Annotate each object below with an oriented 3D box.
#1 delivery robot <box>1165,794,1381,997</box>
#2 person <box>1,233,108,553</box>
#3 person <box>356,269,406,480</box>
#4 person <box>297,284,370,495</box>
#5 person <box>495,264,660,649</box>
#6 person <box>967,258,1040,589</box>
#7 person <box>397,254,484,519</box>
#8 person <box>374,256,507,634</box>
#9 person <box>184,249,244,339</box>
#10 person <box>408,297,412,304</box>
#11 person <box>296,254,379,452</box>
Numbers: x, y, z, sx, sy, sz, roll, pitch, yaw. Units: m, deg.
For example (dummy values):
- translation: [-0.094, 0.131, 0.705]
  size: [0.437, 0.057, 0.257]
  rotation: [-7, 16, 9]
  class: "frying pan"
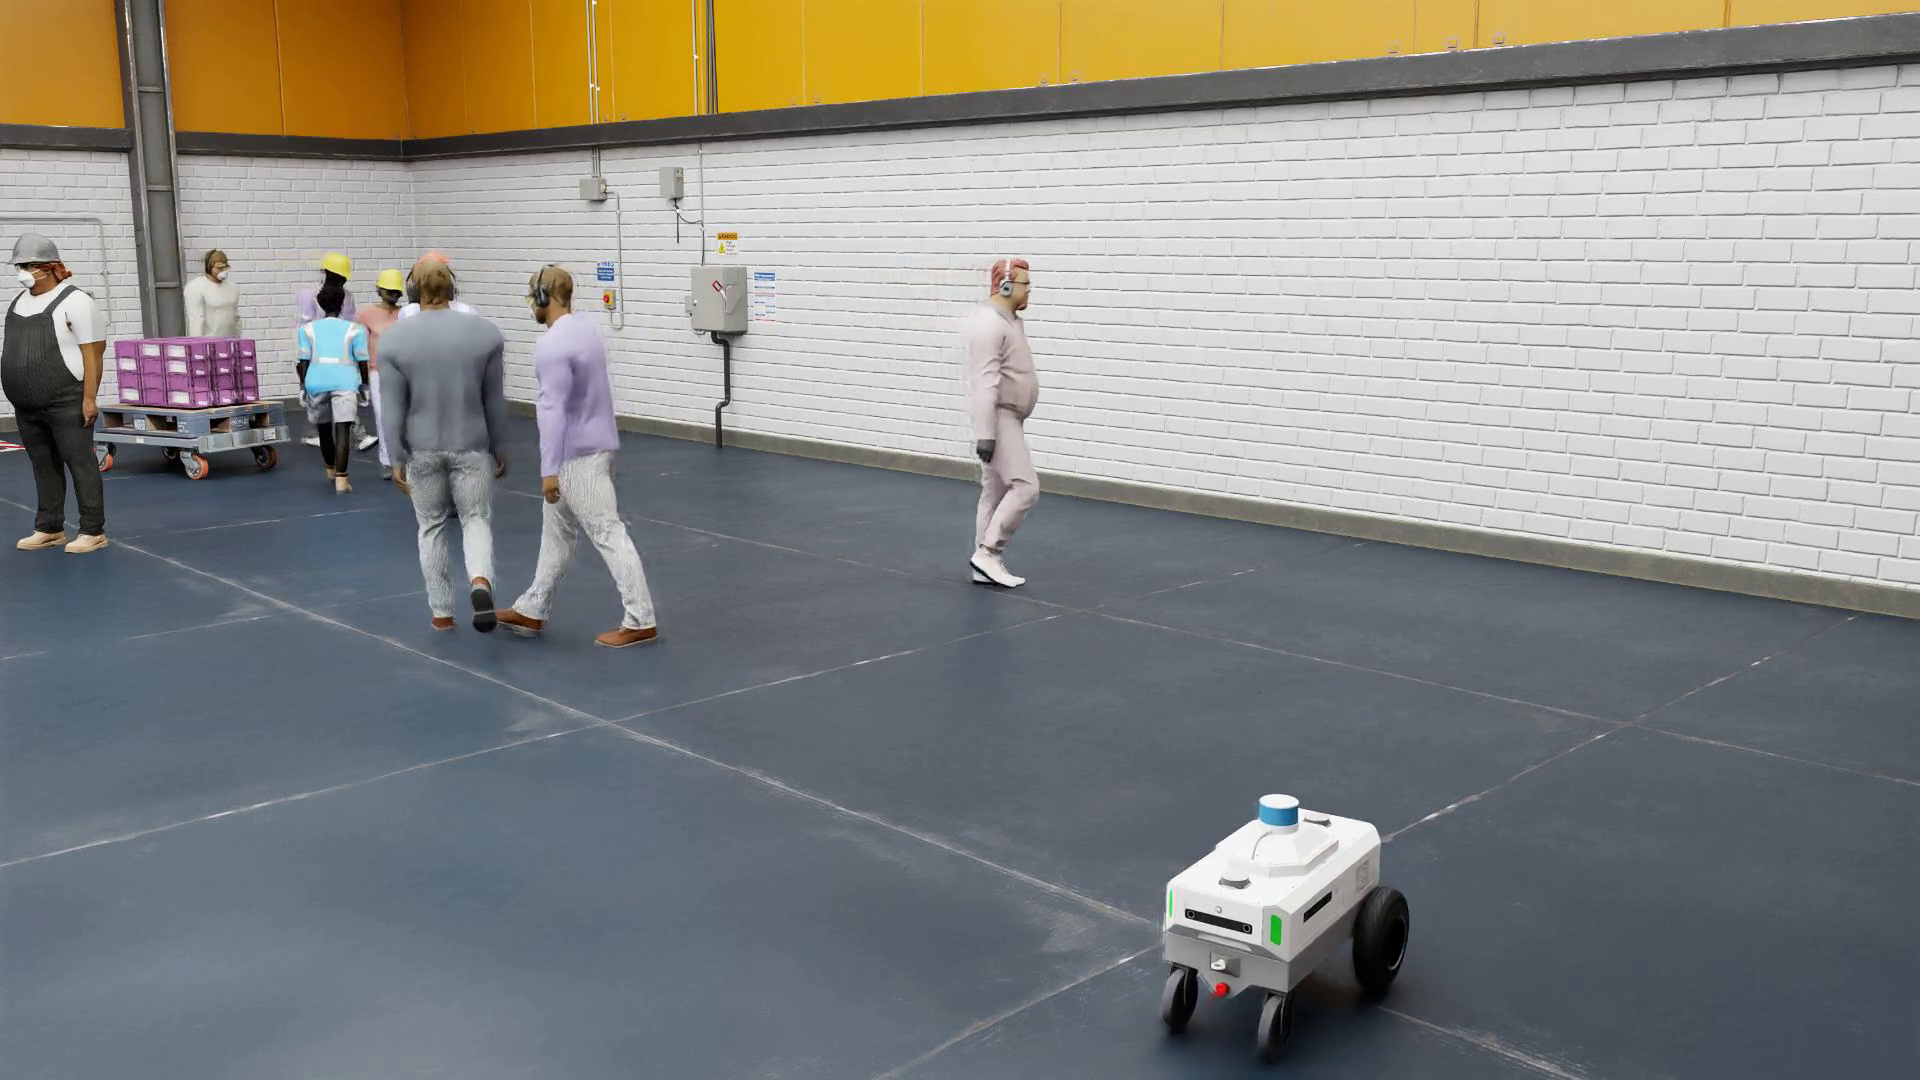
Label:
- translation: [0.829, 0.913, 4.365]
  size: [0.477, 0.478, 0.707]
  rotation: [7, 12, 34]
  class: "delivery robot"
- translation: [-5.813, -0.927, 10.599]
  size: [0.688, 2.000, 0.537]
  rotation: [4, 11, 19]
  class: "person"
- translation: [-4.668, -1.354, 13.722]
  size: [0.545, 1.739, 0.716]
  rotation: [-6, 12, -28]
  class: "person"
- translation: [-4.978, -1.211, 13.268]
  size: [0.540, 1.623, 0.932]
  rotation: [-2, 11, -10]
  class: "person"
- translation: [-1.957, -0.403, 8.197]
  size: [0.997, 1.872, 0.703]
  rotation: [1, 10, 3]
  class: "person"
- translation: [0.259, -0.650, 9.486]
  size: [0.463, 1.889, 0.668]
  rotation: [2, 11, 10]
  class: "person"
- translation: [-3.597, -1.032, 11.584]
  size: [0.572, 1.884, 0.973]
  rotation: [-3, 11, -17]
  class: "person"
- translation: [-2.549, -0.439, 8.263]
  size: [0.630, 1.923, 0.671]
  rotation: [-4, 11, -22]
  class: "person"
- translation: [-7.235, -1.854, 16.060]
  size: [0.778, 1.903, 0.688]
  rotation: [3, 11, 16]
  class: "person"
- translation: [-5.121, -1.682, 15.930]
  size: [0.502, 1.593, 0.805]
  rotation: [-2, 11, -13]
  class: "person"
- translation: [-5.837, -1.743, 15.589]
  size: [1.060, 1.840, 0.620]
  rotation: [4, 11, 21]
  class: "person"
